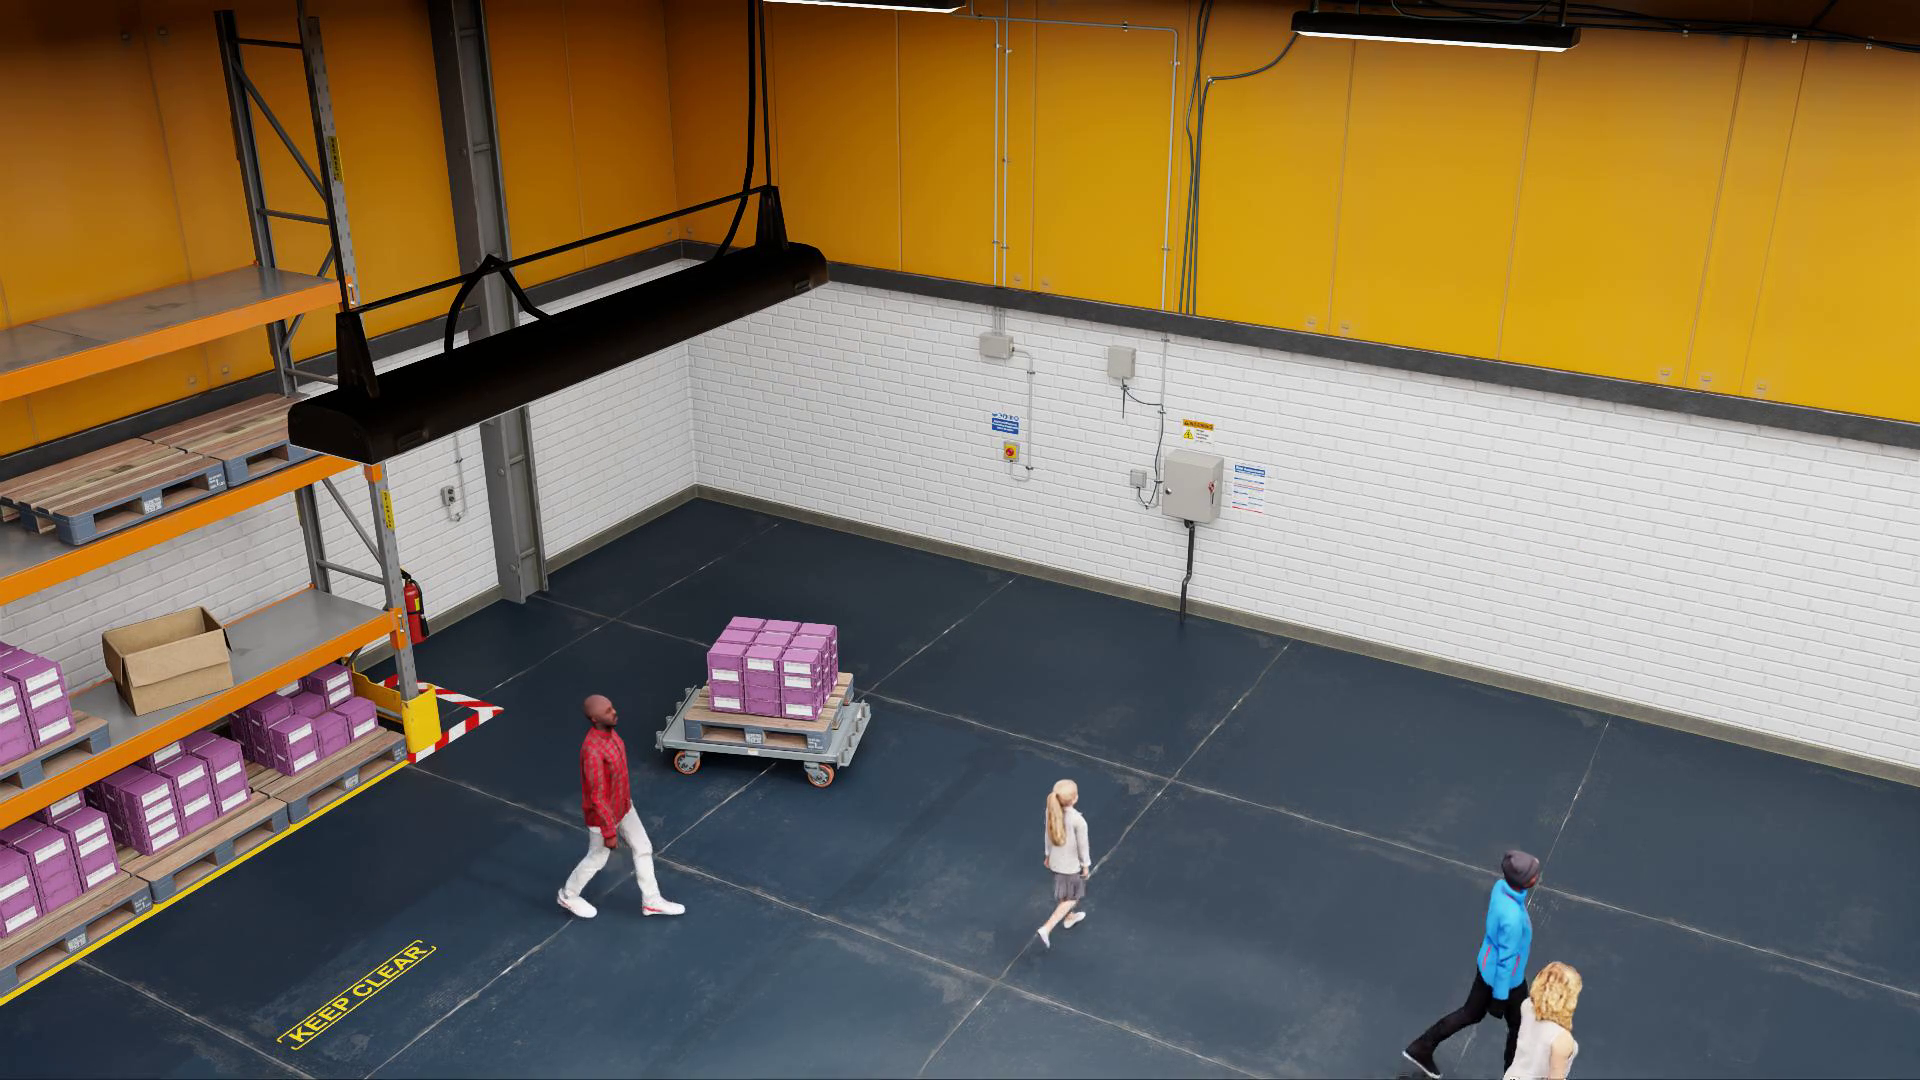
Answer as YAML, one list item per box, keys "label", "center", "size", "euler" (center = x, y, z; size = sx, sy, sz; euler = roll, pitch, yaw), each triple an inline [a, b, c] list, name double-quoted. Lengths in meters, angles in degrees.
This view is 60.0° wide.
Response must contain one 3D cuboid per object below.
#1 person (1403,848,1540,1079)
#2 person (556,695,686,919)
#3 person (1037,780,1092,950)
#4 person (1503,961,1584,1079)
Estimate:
- label: "person"
  center: [3.179, 2.633, 10.092]
  size: [1.003, 1.763, 1.156]
  euler: [2, 24, 4]
- label: "person"
  center: [-2.559, 1.912, 11.708]
  size: [1.043, 1.791, 1.208]
  euler: [3, 24, 6]
- label: "person"
  center: [0.712, 2.255, 11.584]
  size: [0.647, 1.261, 0.859]
  euler: [22, 32, 40]
- label: "person"
  center: [3.093, 3.081, 9.240]
  size: [1.155, 1.625, 1.057]
  euler: [-7, 25, -16]
